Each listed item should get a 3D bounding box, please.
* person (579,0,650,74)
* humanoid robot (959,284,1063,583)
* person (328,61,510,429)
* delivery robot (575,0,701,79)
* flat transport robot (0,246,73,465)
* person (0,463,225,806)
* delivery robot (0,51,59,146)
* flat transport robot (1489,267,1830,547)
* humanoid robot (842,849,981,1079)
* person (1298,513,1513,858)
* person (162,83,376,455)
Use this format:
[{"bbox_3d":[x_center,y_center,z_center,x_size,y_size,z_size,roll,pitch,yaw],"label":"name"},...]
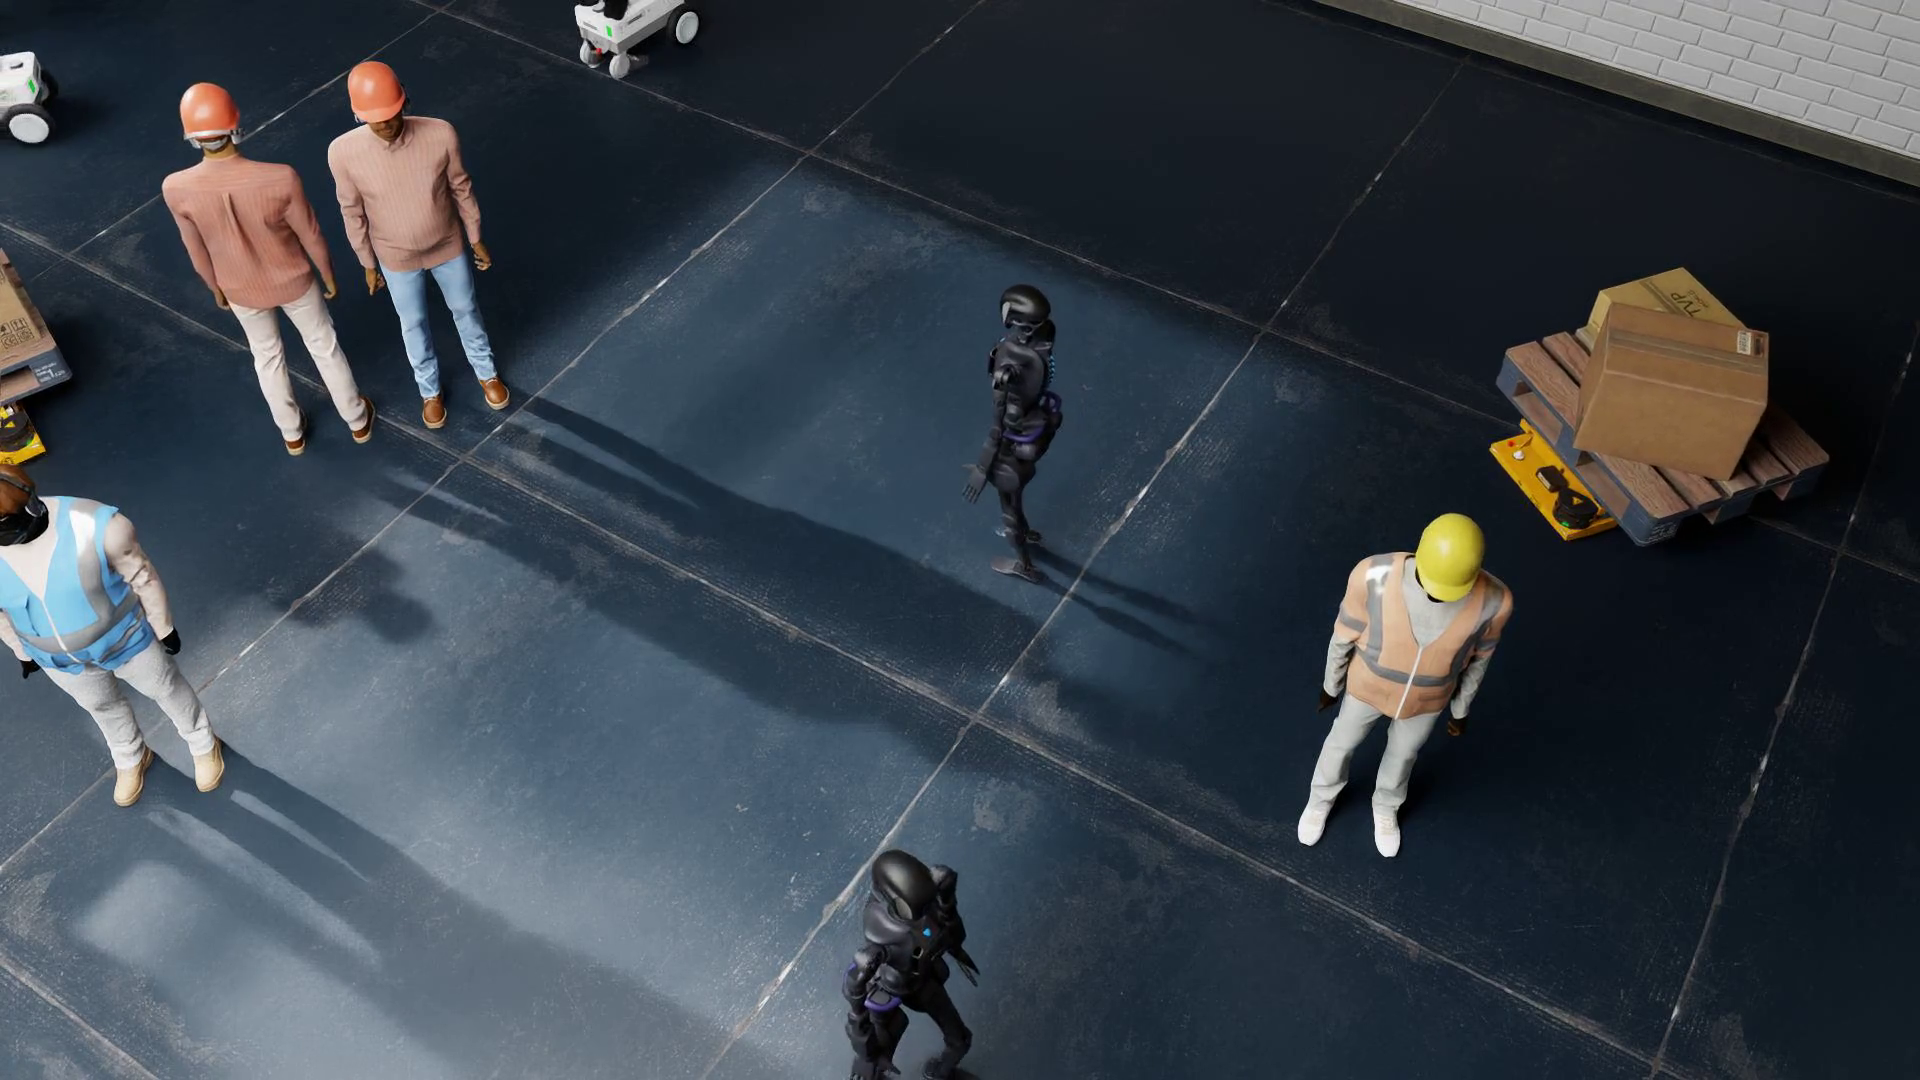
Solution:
[{"bbox_3d":[-2.164,-3.645,10.024,0.762,1.744,0.507,29,55,23],"label":"person"},{"bbox_3d":[0.242,-0.443,7.269,0.355,1.650,0.599,21,52,18],"label":"humanoid robot"},{"bbox_3d":[-2.549,-1.384,7.880,0.609,1.995,0.376,-18,51,-15],"label":"person"},{"bbox_3d":[-2.062,-3.343,10.560,0.499,0.614,0.803,30,55,24],"label":"delivery robot"},{"bbox_3d":[-5.244,-0.777,8.495,0.659,0.231,1.431,-29,55,-23],"label":"flat transport robot"},{"bbox_3d":[-3.357,0.381,6.438,0.633,1.842,0.429,-9,49,-8],"label":"person"},{"bbox_3d":[-5.844,-2.661,9.948,0.793,0.590,0.499,-13,50,-11],"label":"delivery robot"},{"bbox_3d":[3.422,-0.460,8.217,1.431,0.231,0.659,-17,51,-14],"label":"flat transport robot"},{"bbox_3d":[-0.173,1.517,5.556,0.457,1.643,0.590,29,55,23],"label":"humanoid robot"},{"bbox_3d":[1.649,0.557,6.235,0.584,1.918,0.373,8,49,7],"label":"person"},{"bbox_3d":[-3.215,-1.236,7.761,0.608,1.984,0.409,-8,49,-7],"label":"person"}]
